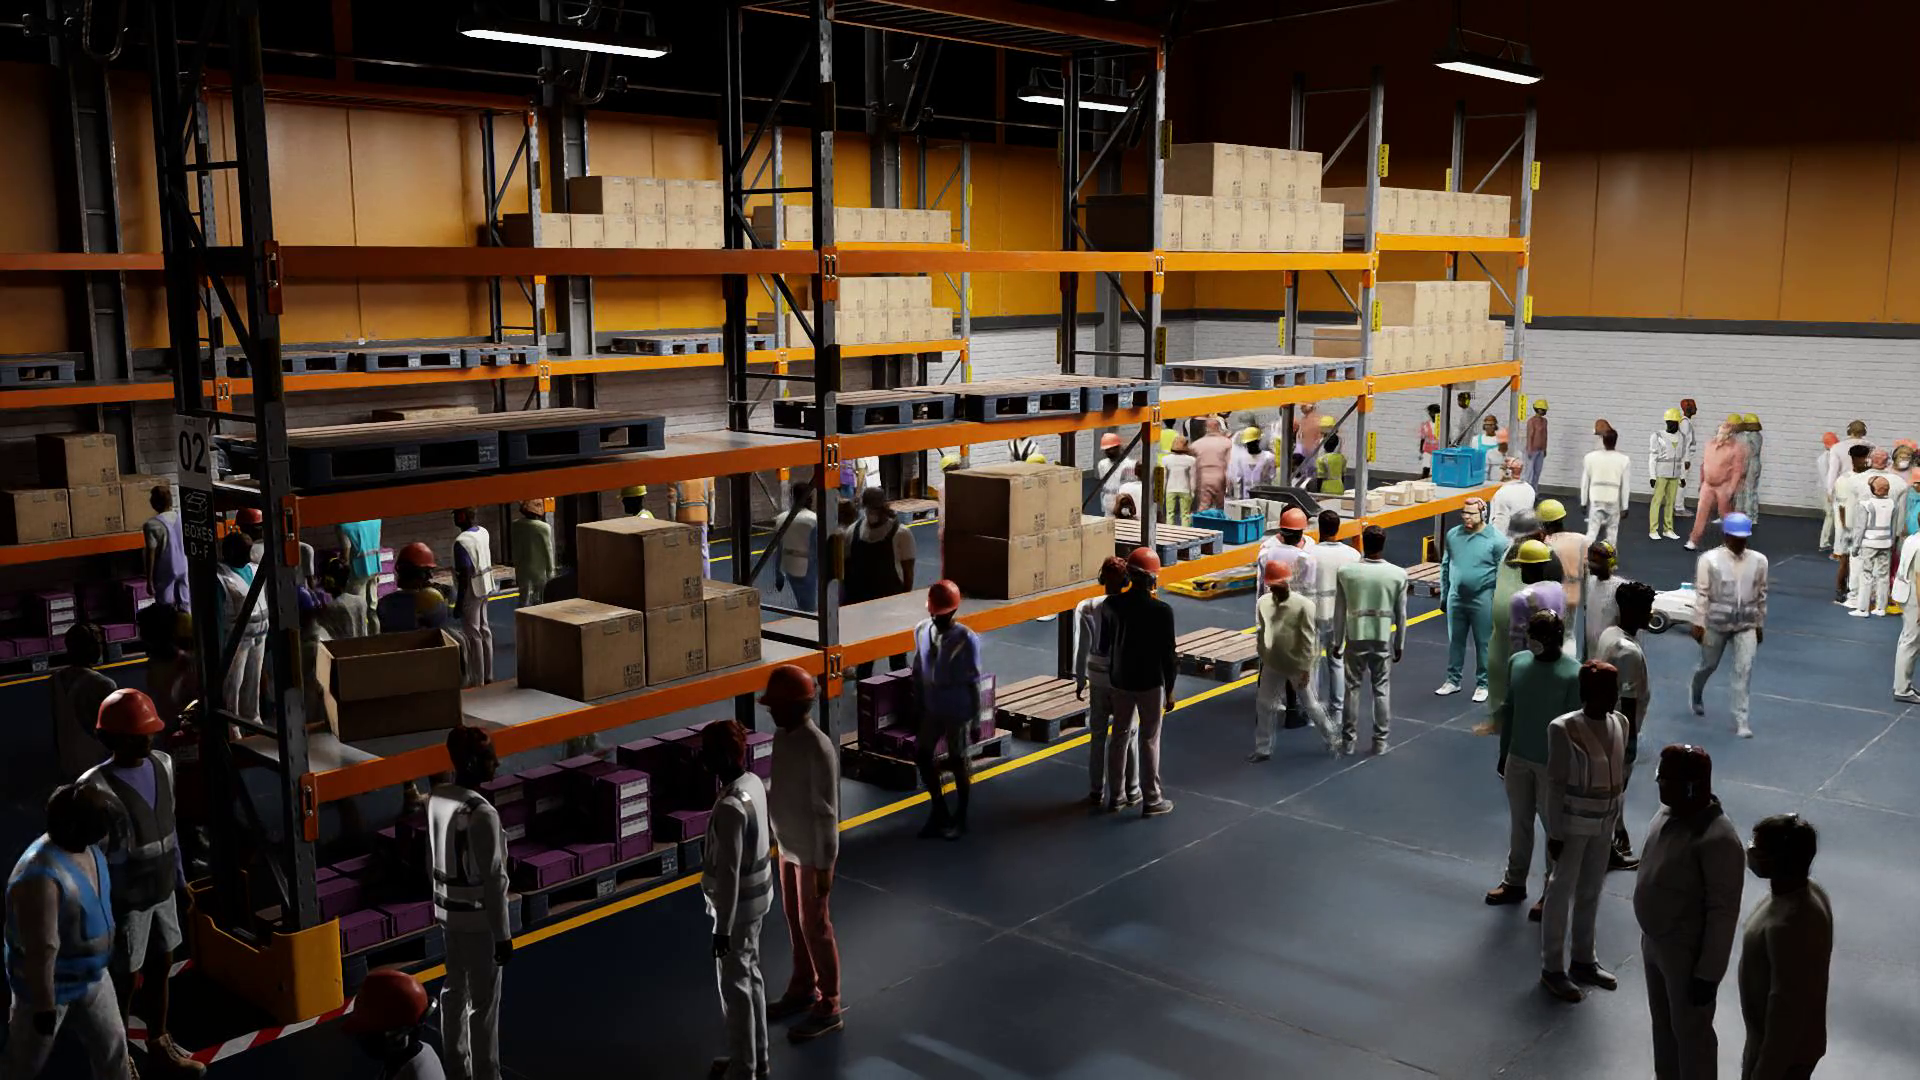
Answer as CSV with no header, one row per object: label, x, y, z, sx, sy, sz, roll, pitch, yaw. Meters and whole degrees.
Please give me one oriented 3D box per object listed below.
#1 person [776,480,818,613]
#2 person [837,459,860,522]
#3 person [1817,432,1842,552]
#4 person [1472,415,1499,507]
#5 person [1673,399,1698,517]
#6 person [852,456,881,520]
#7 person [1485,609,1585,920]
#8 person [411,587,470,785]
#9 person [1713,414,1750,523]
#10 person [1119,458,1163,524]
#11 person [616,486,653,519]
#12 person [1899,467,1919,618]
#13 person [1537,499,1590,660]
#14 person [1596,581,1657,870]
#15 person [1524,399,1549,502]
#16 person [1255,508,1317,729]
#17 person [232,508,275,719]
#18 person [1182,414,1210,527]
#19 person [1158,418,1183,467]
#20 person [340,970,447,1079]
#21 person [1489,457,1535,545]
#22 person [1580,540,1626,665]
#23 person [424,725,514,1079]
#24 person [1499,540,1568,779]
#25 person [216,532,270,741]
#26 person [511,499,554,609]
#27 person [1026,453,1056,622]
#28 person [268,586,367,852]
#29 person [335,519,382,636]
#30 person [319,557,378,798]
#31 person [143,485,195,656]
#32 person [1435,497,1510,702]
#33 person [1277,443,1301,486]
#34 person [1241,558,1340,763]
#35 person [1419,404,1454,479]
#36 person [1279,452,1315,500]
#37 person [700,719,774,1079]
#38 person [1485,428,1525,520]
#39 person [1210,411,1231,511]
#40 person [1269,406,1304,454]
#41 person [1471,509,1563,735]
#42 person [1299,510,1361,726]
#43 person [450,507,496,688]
person,-1.632,0.340,16.707,0.579,1.889,0.771,8,12,40
person,-1.575,-0.846,23.673,0.362,1.928,0.587,-6,11,-34
person,12.315,-0.677,23.385,0.647,1.692,0.356,-6,11,-32
person,7.706,-0.909,24.294,0.513,1.845,0.336,4,10,21
person,11.625,-1.323,26.658,0.355,1.883,0.575,3,10,17
person,-1.305,-0.710,23.106,0.385,1.845,0.569,3,10,18
person,3.611,1.379,10.360,0.373,1.940,0.628,-6,11,-34
person,-3.771,1.169,12.219,0.545,1.741,0.685,4,10,25
person,11.930,-1.083,25.668,0.326,1.733,0.487,-3,10,-19
person,2.056,-0.017,18.961,0.564,1.847,0.397,7,12,36
person,-3.213,0.337,16.654,0.402,1.919,0.581,-2,10,-10
person,10.962,0.032,18.991,0.356,1.738,0.578,3,10,20
person,5.561,0.560,15.418,0.649,1.885,0.569,-1,10,-7
person,4.437,1.233,11.186,0.370,1.959,0.599,1,10,6
person,9.801,-1.521,28.222,0.527,1.758,0.342,-7,12,-37
person,2.866,0.680,14.586,0.548,1.929,0.415,7,12,35
person,-6.247,0.635,14.834,0.388,1.929,0.545,4,10,22
person,3.698,-1.190,25.443,0.612,2.029,0.407,6,11,31
person,3.327,-1.211,26.587,0.543,1.684,0.580,2,10,10
person,-1.853,2.273,5.570,0.342,1.750,0.568,-4,10,-24
person,6.091,0.026,18.517,0.642,1.913,0.409,-8,13,-41
person,5.176,0.911,13.441,0.439,1.844,0.529,-2,10,-13
person,-2.327,1.807,7.962,0.585,1.882,0.340,9,13,44
person,4.471,0.952,12.988,0.582,1.919,0.399,-6,11,-31
person,-5.993,0.839,13.889,0.429,1.839,0.623,2,10,14
person,-4.515,0.320,17.621,0.504,1.622,0.299,4,10,21
person,0.885,-0.031,18.855,0.581,1.919,0.399,8,12,39
person,-4.447,1.239,11.297,0.778,1.902,0.632,-5,11,-25
person,-6.019,0.362,16.704,0.390,1.846,0.564,4,10,20
person,-4.653,1.049,12.567,0.327,1.863,0.510,3,10,17
person,-7.942,0.364,16.718,0.343,1.840,0.516,5,11,30
person,4.739,0.545,15.431,0.645,1.907,0.400,9,13,44
person,4.294,-0.474,21.955,0.341,1.760,0.525,9,13,42
person,2.718,0.966,13.541,0.777,1.710,0.600,-9,13,-44
person,8.069,-1.473,28.111,0.611,1.684,0.344,6,11,34
person,4.235,-0.281,20.995,0.401,1.685,0.546,-9,13,-43
person,-1.101,1.786,8.119,0.371,1.879,0.587,1,10,3
person,7.706,-0.743,23.637,0.613,1.728,0.440,2,10,13
person,4.020,-1.216,25.721,0.412,1.986,0.619,0,10,-2
person,5.126,-1.245,26.213,0.575,1.879,0.358,9,13,42
person,4.719,0.705,14.077,0.722,2.000,0.691,-4,10,-25
person,3.222,0.688,14.597,0.598,1.906,0.404,-3,10,-16
person,-4.604,0.527,15.713,0.390,1.847,0.563,1,10,6
